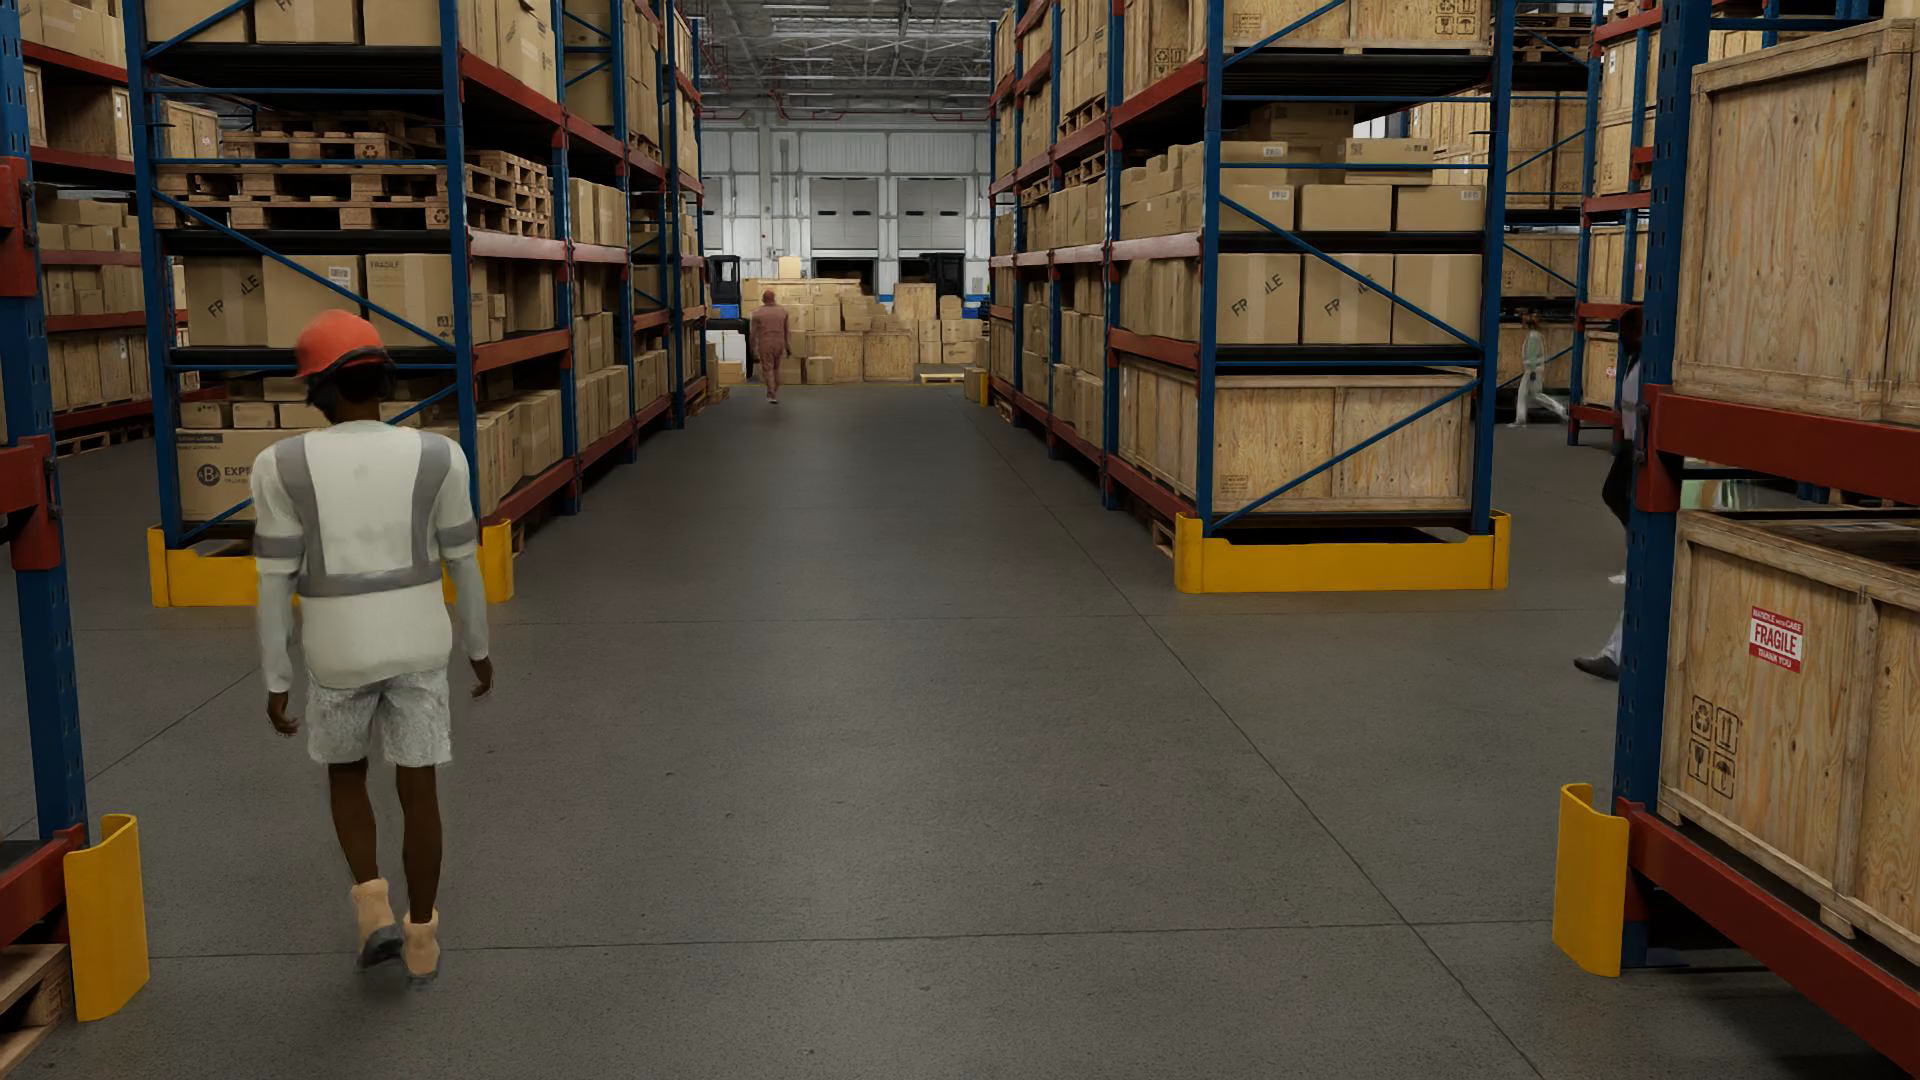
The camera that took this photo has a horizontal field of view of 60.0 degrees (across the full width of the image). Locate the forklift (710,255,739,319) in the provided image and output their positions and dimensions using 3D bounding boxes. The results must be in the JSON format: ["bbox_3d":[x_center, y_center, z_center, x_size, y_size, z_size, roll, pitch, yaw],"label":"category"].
[{"bbox_3d":[-8.368,-8.713,59.038,1.129,2.768,1.873,-1,9,-4],"label":"forklift"}]

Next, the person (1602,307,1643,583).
[{"bbox_3d":[4.695,-0.645,11.475,0.450,1.898,0.696,2,9,12],"label":"person"}]

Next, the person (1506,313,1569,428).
[{"bbox_3d":[8.004,-2.329,22.966,0.733,1.605,0.526,2,9,12],"label":"person"}]

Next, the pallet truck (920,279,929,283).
[{"bbox_3d":[-0.932,-8.922,63.114,1.885,1.965,0.823,2,9,13],"label":"pallet truck"}]

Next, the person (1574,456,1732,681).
[{"bbox_3d":[3.691,-0.139,8.591,0.979,1.790,0.589,-3,10,-20],"label":"person"}]

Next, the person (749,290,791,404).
[{"bbox_3d":[-3.196,-3.219,27.729,0.676,1.852,0.976,-4,10,-23],"label":"person"}]

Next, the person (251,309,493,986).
[{"bbox_3d":[-1.721,0.332,4.951,0.670,2.016,0.435,-4,10,-22],"label":"person"}]

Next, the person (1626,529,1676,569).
[{"bbox_3d":[5.033,-0.572,11.947,0.492,1.600,0.725,0,9,0],"label":"person"}]

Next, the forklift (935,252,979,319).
[{"bbox_3d":[-0.296,-7.581,51.935,1.129,2.768,1.873,-5,11,-30],"label":"forklift"}]
